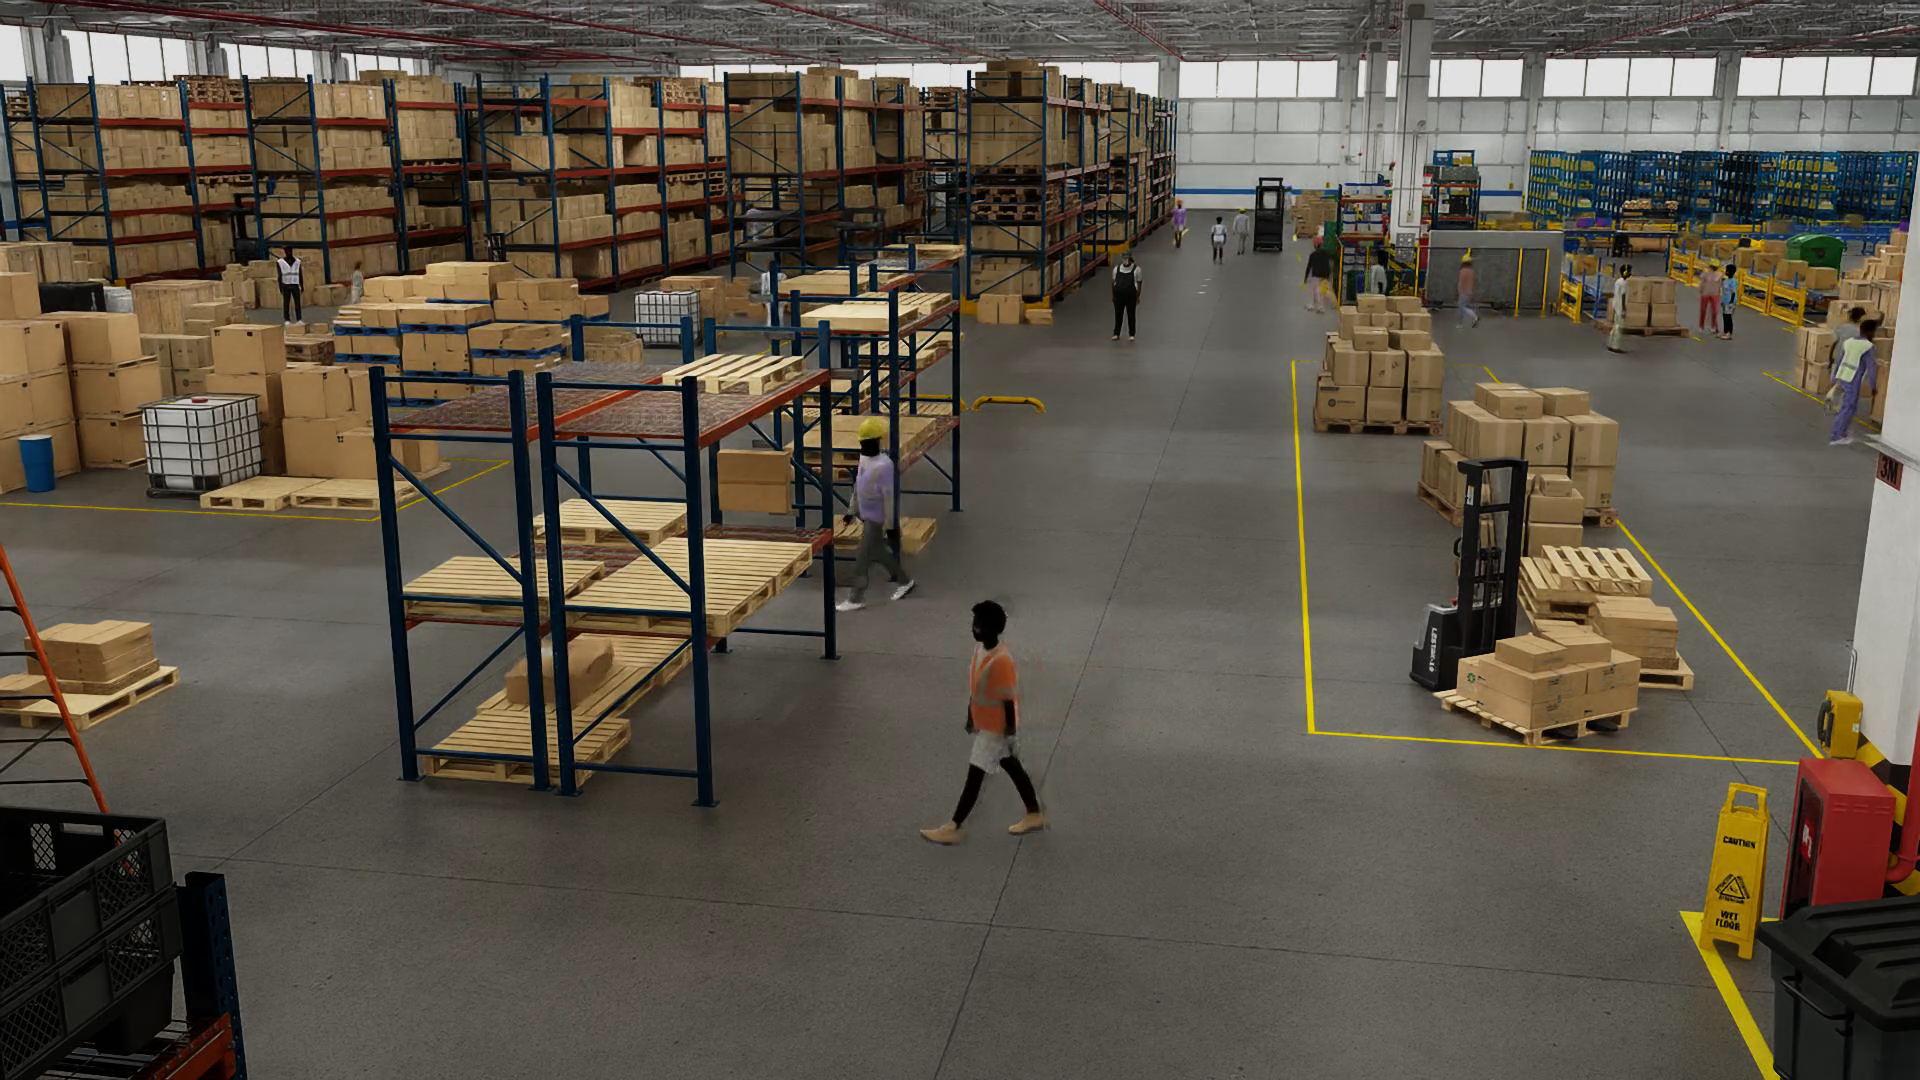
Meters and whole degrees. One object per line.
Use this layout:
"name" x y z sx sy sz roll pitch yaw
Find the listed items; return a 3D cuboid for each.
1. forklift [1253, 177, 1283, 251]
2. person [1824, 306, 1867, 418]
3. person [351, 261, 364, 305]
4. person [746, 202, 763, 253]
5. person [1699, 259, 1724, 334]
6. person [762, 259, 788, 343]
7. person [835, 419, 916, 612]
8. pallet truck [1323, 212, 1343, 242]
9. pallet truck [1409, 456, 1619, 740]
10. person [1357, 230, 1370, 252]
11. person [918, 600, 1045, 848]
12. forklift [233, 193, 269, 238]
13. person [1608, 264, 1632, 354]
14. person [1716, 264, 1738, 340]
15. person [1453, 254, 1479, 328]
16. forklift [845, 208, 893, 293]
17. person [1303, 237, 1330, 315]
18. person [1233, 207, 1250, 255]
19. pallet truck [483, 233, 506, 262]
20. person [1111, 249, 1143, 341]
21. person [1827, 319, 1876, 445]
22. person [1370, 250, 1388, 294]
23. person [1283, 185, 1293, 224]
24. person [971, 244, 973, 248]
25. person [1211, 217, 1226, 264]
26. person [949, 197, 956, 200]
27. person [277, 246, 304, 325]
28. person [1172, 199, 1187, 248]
"forklift" 12.083 -12.747 64.956 1.129 2.768 1.873 3 14 10
"person" 14.379 -2.868 27.003 0.569 1.834 0.594 12 18 40
"person" -14.289 -5.848 39.603 0.901 1.582 0.527 -2 14 -9
"person" -8.019 -12.065 64.200 0.859 1.895 0.654 12 18 40
"person" 17.336 -5.621 38.418 0.544 1.722 0.909 3 14 12
"person" -4.094 -5.274 36.748 0.581 1.862 0.848 0 14 0
"person" -0.828 -0.269 16.342 0.913 1.886 0.596 -6 15 -25
"pallet truck" 15.874 -13.227 70.310 0.680 1.201 1.601 10 17 35
"pallet truck" 4.504 0.400 13.395 0.823 1.965 1.885 -6 15 -23
"person" 13.643 -9.928 56.140 0.502 1.607 0.764 10 17 36
"person" 0.175 1.195 10.867 0.897 1.643 0.546 -3 14 -13
"forklift" -20.736 -8.815 48.993 1.129 2.768 1.873 -2 14 -7
"person" 13.939 -4.874 35.082 0.309 1.864 0.535 1 14 5
"person" 17.263 -5.342 37.351 0.321 1.693 0.538 1 14 5
"person" 12.009 -5.862 39.316 0.612 1.752 0.527 13 19 42
"forklift" -2.221 -6.480 39.514 1.129 2.768 1.873 3 14 10
"person" 9.062 -6.772 42.590 0.657 1.951 0.949 -10 17 -34
"person" 10.663 -11.710 62.994 0.590 1.800 0.901 2 14 8
"pallet truck" -11.832 -7.026 43.548 1.885 1.965 0.823 8 16 28
"person" 3.691 -5.453 37.070 0.684 2.000 0.538 4 15 18
"person" 13.288 -2.346 24.785 0.490 1.892 0.598 -1 14 -3
"person" 9.593 -5.718 38.351 0.702 1.945 0.605 1 14 2
"person" 16.534 -16.926 83.879 0.574 1.931 0.612 12 19 41
"person" 0.613 -11.775 63.649 0.715 1.607 0.516 -10 17 -34
"person" 9.104 -10.530 58.484 0.540 1.656 0.888 1 14 2
"person" -0.494 -18.259 89.389 0.560 1.888 1.021 1 14 3
"person" -16.179 -6.159 40.216 0.594 1.910 0.385 -11 18 -38
"person" 8.775 -12.657 66.547 0.578 1.925 0.401 3 14 11
